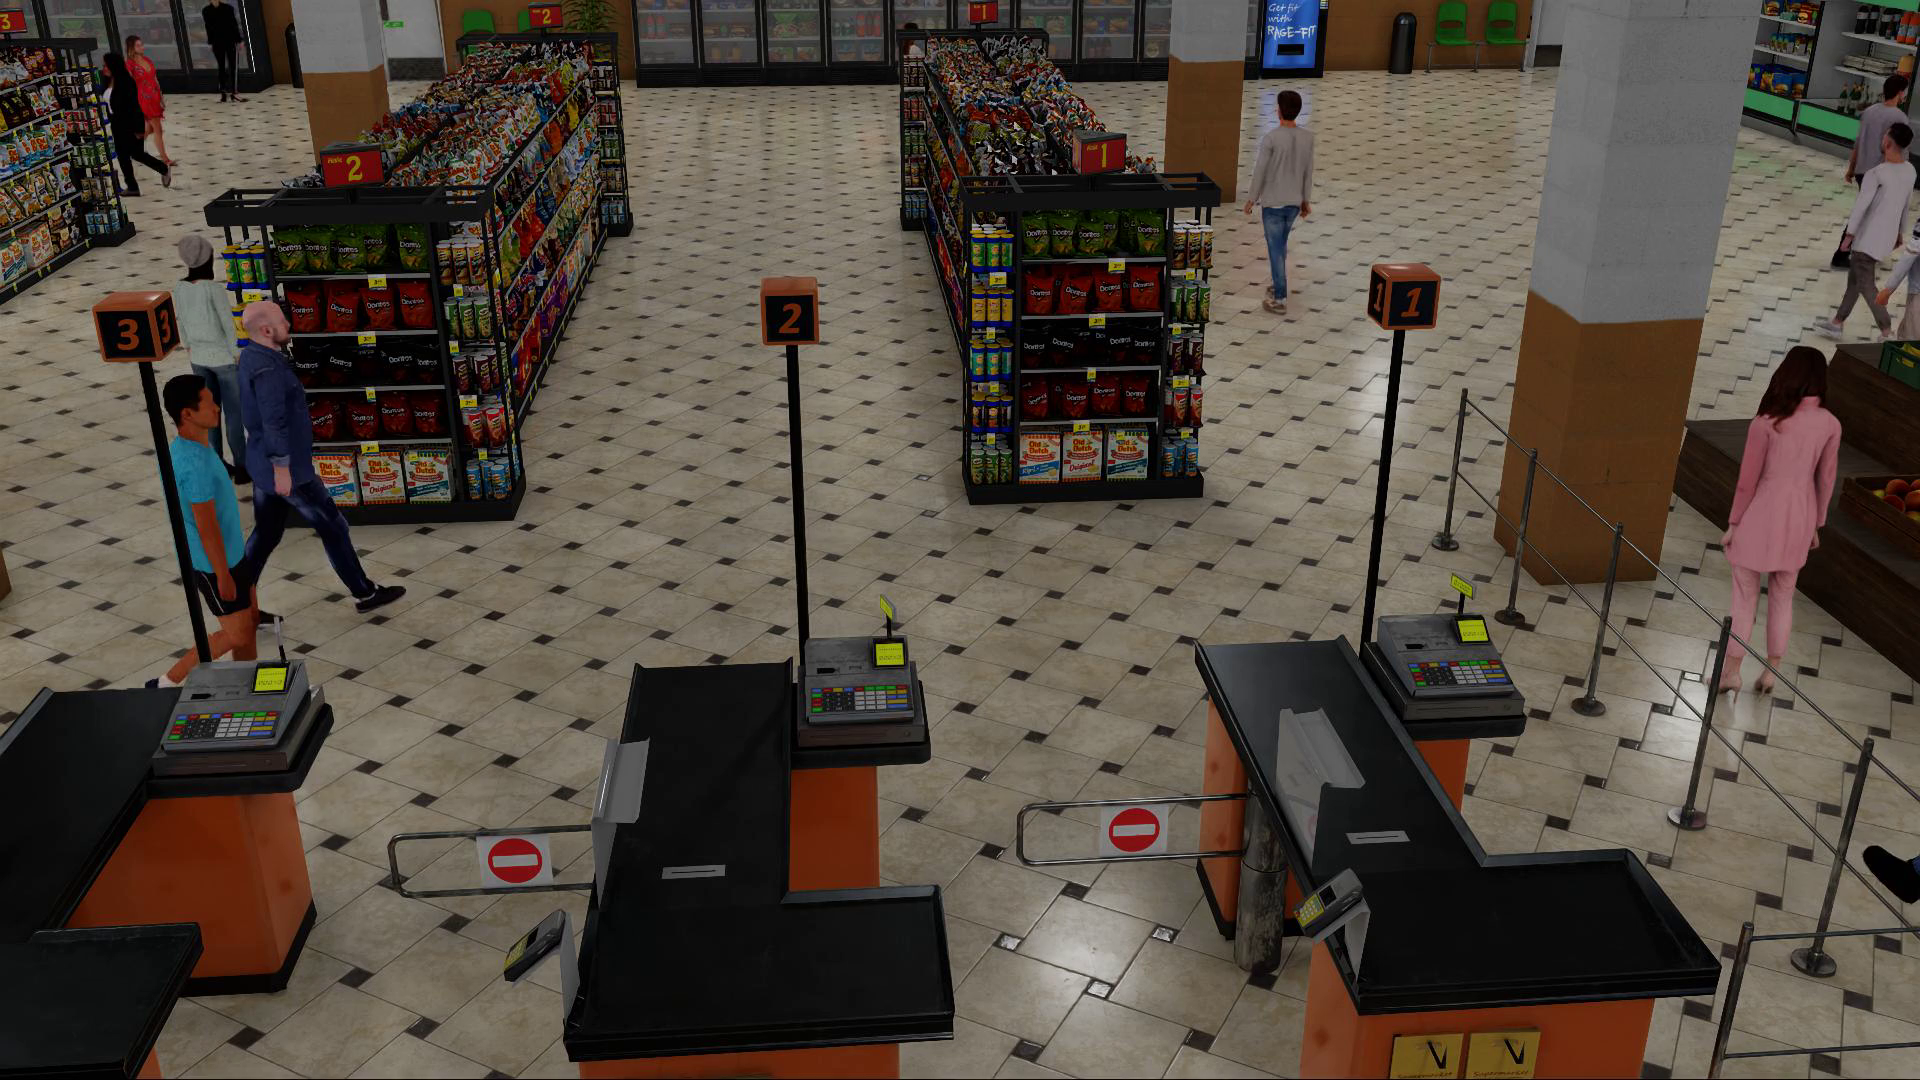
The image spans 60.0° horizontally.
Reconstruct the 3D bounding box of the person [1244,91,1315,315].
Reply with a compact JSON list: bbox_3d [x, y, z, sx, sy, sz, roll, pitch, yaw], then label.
[{"bbox_3d":[2.831,-2.889,14.402,0.808,1.882,0.927,-10,25,-21],"label":"person"}]

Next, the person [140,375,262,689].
[{"bbox_3d":[-3.542,0.110,7.705,0.857,1.757,0.935,-10,26,-22],"label":"person"}]

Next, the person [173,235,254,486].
[{"bbox_3d":[-4.823,-1.171,10.771,0.635,1.645,0.615,8,25,17],"label":"person"}]

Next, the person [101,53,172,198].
[{"bbox_3d":[-9.397,-4.712,18.920,0.928,1.600,1.033,13,27,28],"label":"person"}]

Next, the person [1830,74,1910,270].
[{"bbox_3d":[8.598,-3.470,15.807,0.845,1.819,0.945,-6,24,-13],"label":"person"}]

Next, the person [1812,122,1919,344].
[{"bbox_3d":[7.425,-2.406,13.391,0.915,1.807,1.217,-10,25,-21],"label":"person"}]

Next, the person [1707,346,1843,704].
[{"bbox_3d":[3.927,-0.056,8.028,0.641,1.801,0.559,1,24,3],"label":"person"}]

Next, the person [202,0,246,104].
[{"bbox_3d":[-11.083,-7.468,25.107,0.659,1.688,0.550,3,24,7],"label":"person"}]

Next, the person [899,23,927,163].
[{"bbox_3d":[-0.603,-5.622,20.885,0.750,1.691,0.613,-11,26,-23],"label":"person"}]

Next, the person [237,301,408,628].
[{"bbox_3d":[-3.600,-0.324,8.669,1.178,1.778,1.231,-16,28,-33],"label":"person"}]

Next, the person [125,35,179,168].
[{"bbox_3d":[-10.097,-5.406,20.550,0.898,1.564,1.038,8,25,17],"label":"person"}]
